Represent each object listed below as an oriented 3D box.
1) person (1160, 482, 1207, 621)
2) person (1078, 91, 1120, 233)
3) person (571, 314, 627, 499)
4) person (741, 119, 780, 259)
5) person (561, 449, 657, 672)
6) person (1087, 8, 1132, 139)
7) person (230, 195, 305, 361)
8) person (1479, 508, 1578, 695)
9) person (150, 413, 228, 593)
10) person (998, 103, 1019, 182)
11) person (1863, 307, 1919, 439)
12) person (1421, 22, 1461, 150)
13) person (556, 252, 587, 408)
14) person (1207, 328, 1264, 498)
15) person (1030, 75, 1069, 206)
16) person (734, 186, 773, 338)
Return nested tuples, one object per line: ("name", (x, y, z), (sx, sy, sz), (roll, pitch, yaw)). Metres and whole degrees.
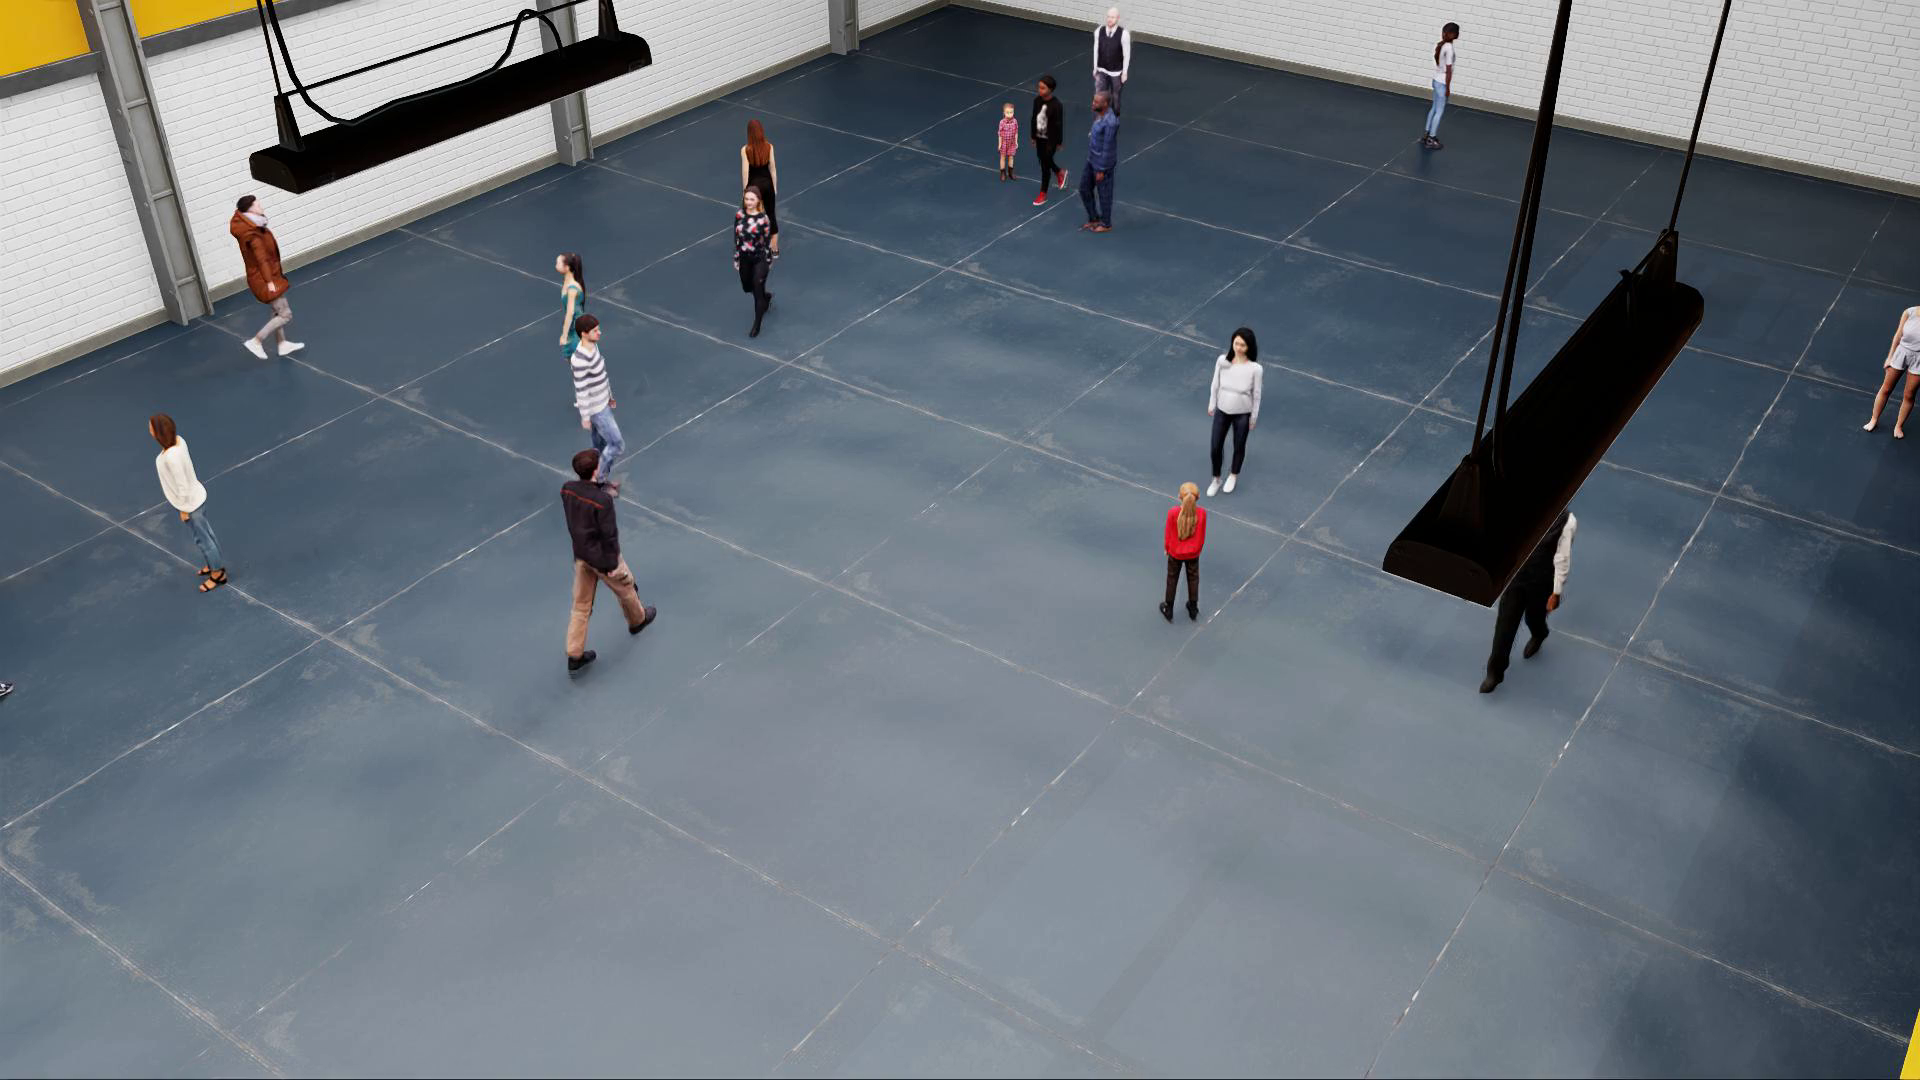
("person", (1.862, 0.086, 13.827), (0.565, 1.281, 0.613), (-2, 34, -3))
("person", (1.826, -4.652, 20.480), (0.877, 1.806, 0.831), (-8, 34, -11))
("person", (-3.440, -1.229, 15.300), (0.845, 1.839, 0.770), (-2, 34, -2))
("person", (-2.389, -4.181, 19.843), (0.613, 1.726, 0.705), (-12, 35, -17))
("person", (-2.940, 0.176, 13.148), (0.858, 1.882, 1.288), (14, 36, 20))
("person", (2.151, -6.578, 23.392), (0.889, 1.790, 1.187), (12, 35, 17))
("person", (-7.411, -2.727, 17.570), (0.978, 1.822, 0.878), (-19, 38, -27))
("person", (4.521, 0.261, 13.016), (0.762, 1.887, 1.244), (24, 41, 32))
("person", (-6.540, -0.345, 14.115), (0.722, 1.680, 0.707), (-12, 36, -18))
("person", (0.645, -5.332, 22.212), (0.501, 1.022, 0.566), (-8, 34, -11))
("person", (9.348, -1.782, 16.343), (0.563, 1.606, 0.541), (20, 38, 27))
("person", (6.675, -6.304, 23.043), (0.715, 1.720, 0.619), (1, 34, 2))
("person", (-3.809, -2.114, 16.774), (0.729, 1.682, 0.686), (-11, 35, -16))
("person", (2.575, -1.228, 15.432), (0.697, 1.692, 0.708), (14, 36, 19))
("person", (1.172, -5.180, 21.416), (0.641, 1.649, 0.993), (21, 39, 28))
("person", (-2.241, -3.112, 18.286), (0.718, 1.669, 0.972), (11, 35, 17))
